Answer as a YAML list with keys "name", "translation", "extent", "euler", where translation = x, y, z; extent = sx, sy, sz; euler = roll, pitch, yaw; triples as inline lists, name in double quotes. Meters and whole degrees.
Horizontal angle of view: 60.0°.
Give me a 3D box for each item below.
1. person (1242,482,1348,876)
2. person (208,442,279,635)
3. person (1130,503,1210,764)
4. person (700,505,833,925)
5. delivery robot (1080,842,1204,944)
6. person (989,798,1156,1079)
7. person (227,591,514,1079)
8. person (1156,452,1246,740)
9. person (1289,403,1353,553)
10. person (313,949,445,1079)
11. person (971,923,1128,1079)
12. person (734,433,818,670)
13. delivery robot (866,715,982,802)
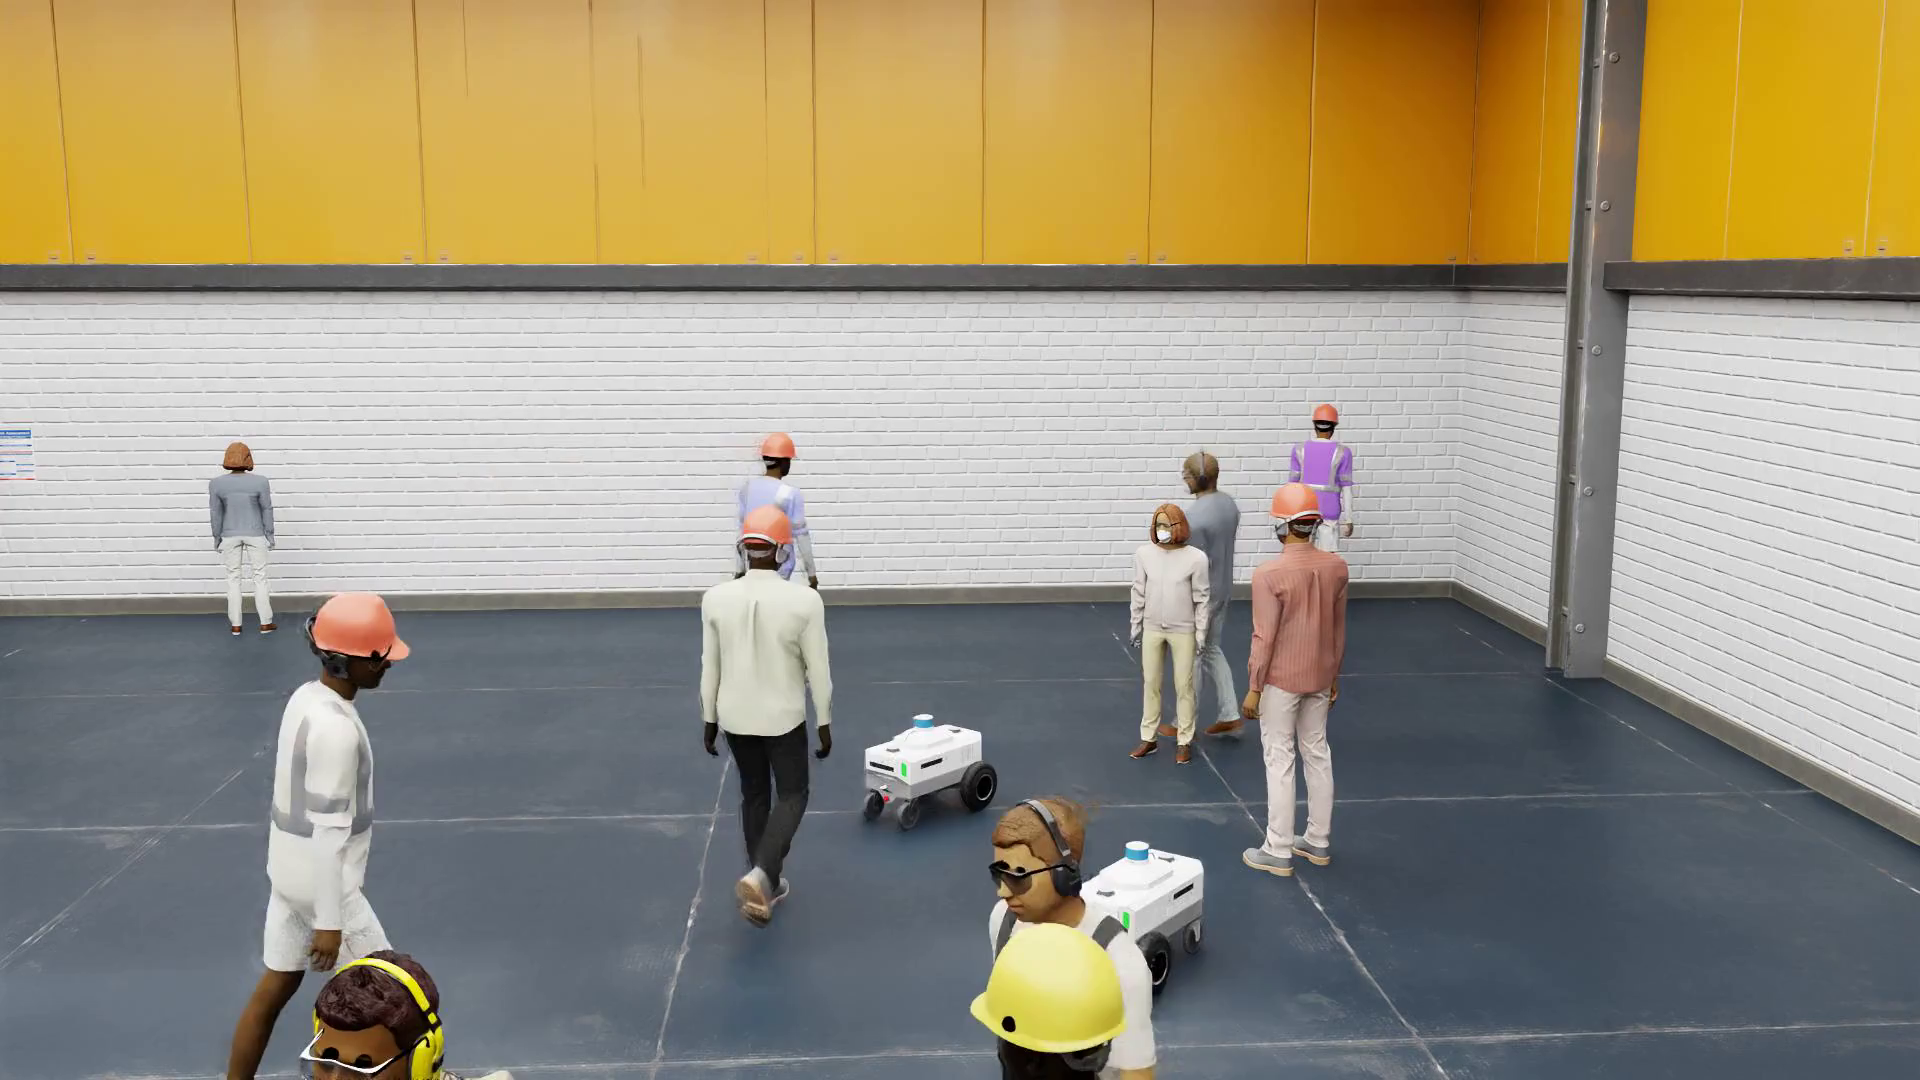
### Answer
- name: "person"
  translation: [1.690, 0.701, 8.460]
  extent: [0.623, 1.992, 0.392]
  euler: [-6, 11, -31]
- name: "person"
  translation: [-6.055, -0.012, 14.063]
  extent: [0.498, 1.634, 0.282]
  euler: [-2, 9, -11]
- name: "person"
  translation: [1.301, 0.577, 10.364]
  extent: [0.504, 1.632, 0.269]
  euler: [5, 10, 27]
- name: "person"
  translation: [-0.922, 0.832, 7.730]
  extent: [0.651, 1.970, 0.687]
  euler: [2, 9, 12]
- name: "delivery robot"
  translation: [0.772, 1.562, 7.264]
  extent: [0.477, 0.478, 0.707]
  euler: [7, 11, 36]
- name: "person"
  translation: [0.231, 1.509, 3.956]
  extent: [0.826, 1.803, 0.667]
  euler: [-9, 13, -44]
- name: "person"
  translation: [-2.109, 1.146, 5.739]
  extent: [1.043, 1.966, 0.705]
  euler: [-5, 10, -30]
- name: "person"
  translation: [1.545, 0.383, 10.785]
  extent: [0.604, 1.921, 0.665]
  euler: [7, 11, 36]
- name: "person"
  translation: [3.180, -0.241, 14.641]
  extent: [0.561, 1.913, 0.443]
  euler: [5, 10, 26]
- name: "person"
  translation: [-1.013, 1.632, 3.025]
  extent: [0.513, 1.865, 0.329]
  euler: [-2, 9, -13]
- name: "person"
  translation: [0.175, 1.610, 2.960]
  extent: [0.361, 1.929, 0.587]
  euler: [9, 13, 44]
- name: "person"
  translation: [-1.273, 0.168, 12.105]
  extent: [0.575, 1.890, 0.954]
  euler: [7, 11, 36]
- name: "delivery robot"
  translation: [-0.203, 1.228, 9.363]
  extent: [0.477, 0.478, 0.707]
  euler: [8, 12, 40]
